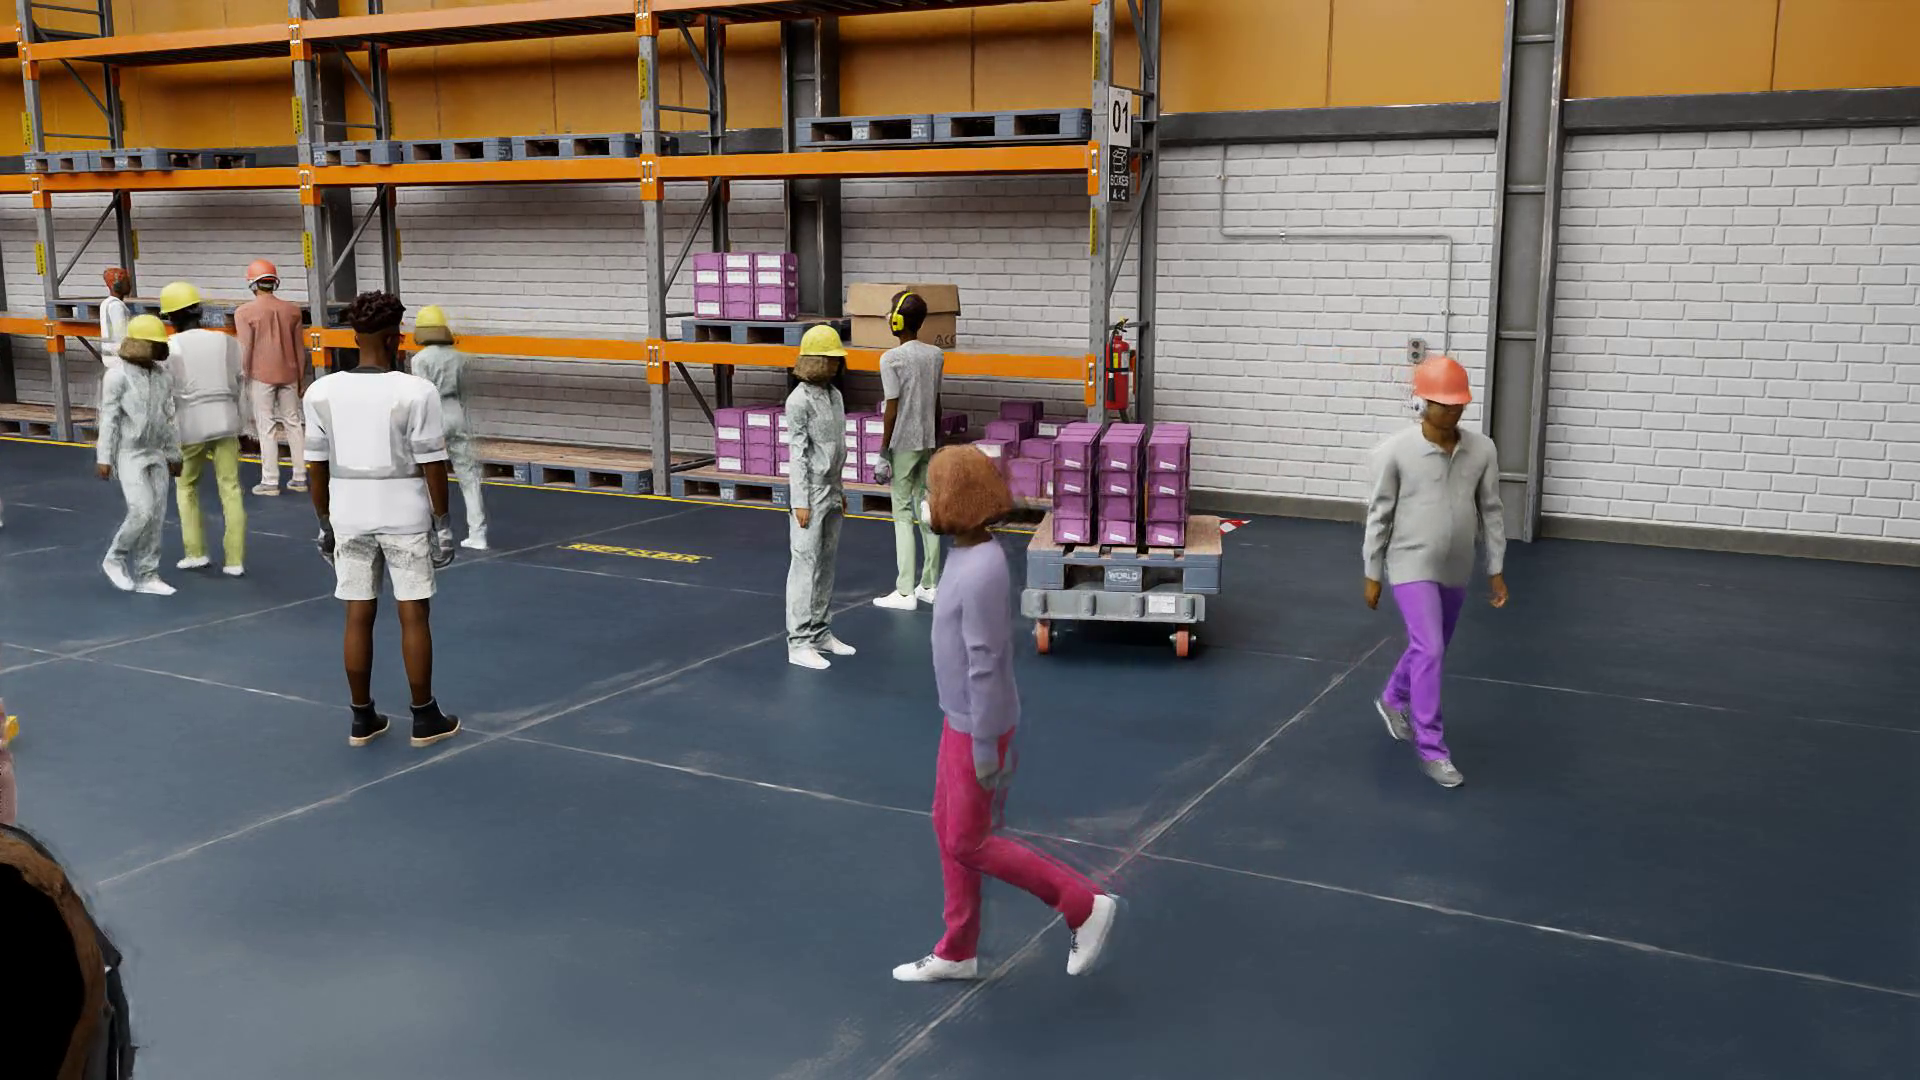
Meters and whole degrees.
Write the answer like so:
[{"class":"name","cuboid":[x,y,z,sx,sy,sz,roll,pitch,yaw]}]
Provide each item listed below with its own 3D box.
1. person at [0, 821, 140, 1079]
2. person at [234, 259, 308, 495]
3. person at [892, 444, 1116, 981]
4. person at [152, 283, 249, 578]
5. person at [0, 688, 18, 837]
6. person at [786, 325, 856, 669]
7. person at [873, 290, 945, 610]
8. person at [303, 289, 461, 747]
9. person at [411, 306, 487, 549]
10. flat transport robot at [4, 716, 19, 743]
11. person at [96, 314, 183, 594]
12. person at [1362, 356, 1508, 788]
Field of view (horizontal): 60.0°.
[{"class":"person","cuboid":[-0.586,1.079,1.136,0.364,1.832,0.524,7,12,32]},{"class":"person","cuboid":[-5.864,-1.379,14.156,0.396,1.993,0.618,8,13,36]},{"class":"person","cuboid":[0.117,0.527,4.769,0.567,1.617,0.499,-1,10,-4]},{"class":"person","cuboid":[-4.901,-0.709,10.764,0.631,1.887,0.761,-9,14,-42]},{"class":"person","cuboid":[-2.310,0.692,3.567,0.517,1.720,0.913,-4,11,-22]},{"class":"person","cuboid":[-0.705,-0.226,8.526,0.315,1.742,0.492,4,11,22]},{"class":"person","cuboid":[-0.305,-0.526,9.813,0.328,1.877,0.511,9,13,40]},{"class":"person","cuboid":[-2.471,-0.084,7.139,0.614,1.963,0.362,1,10,5]},{"class":"person","cuboid":[-3.709,-0.792,11.751,0.899,1.695,0.515,6,12,31]},{"class":"flat transport robot","cuboid":[-4.304,0.884,6.483,0.652,0.197,1.431,-2,10,-9]},{"class":"person","cuboid":[-4.949,-0.506,10.089,0.425,1.719,0.523,3,11,17]},{"class":"person","cuboid":[1.933,0.084,6.909,0.562,1.719,0.832,-3,11,-18]}]
